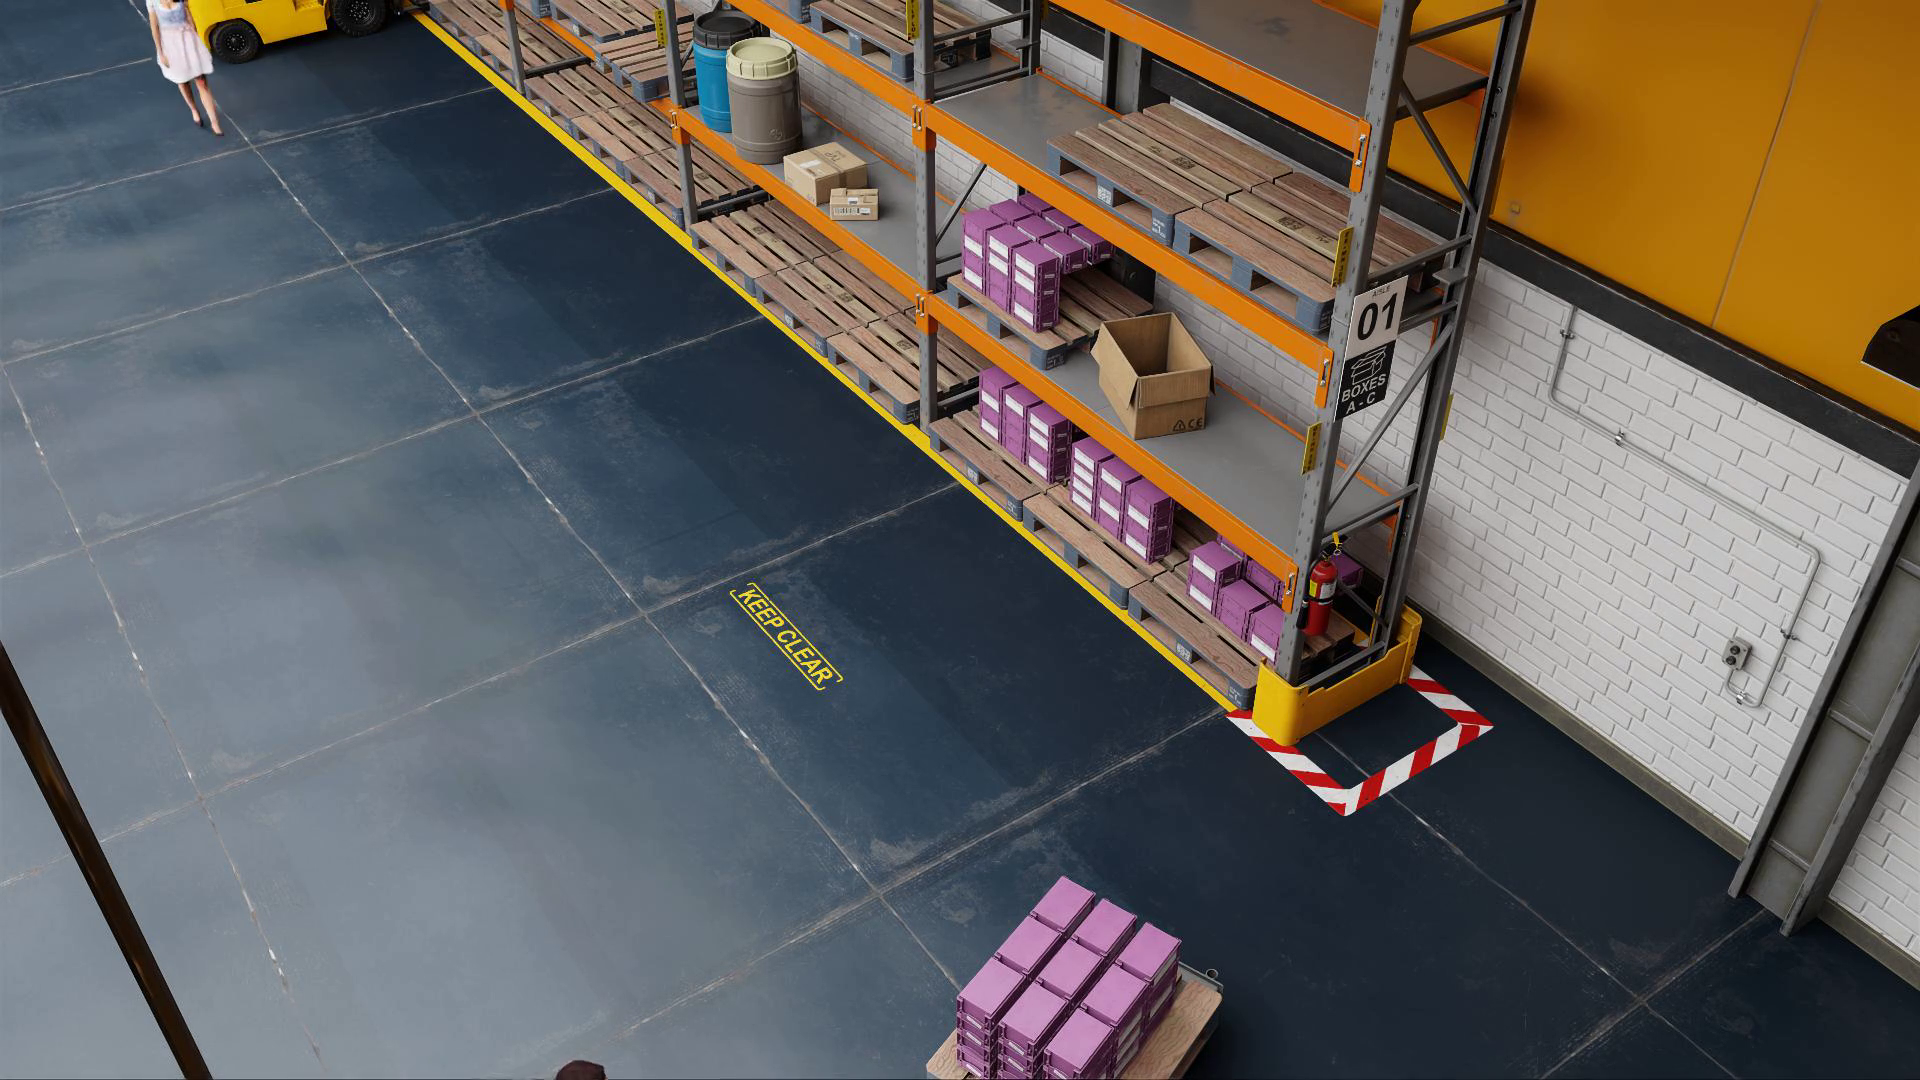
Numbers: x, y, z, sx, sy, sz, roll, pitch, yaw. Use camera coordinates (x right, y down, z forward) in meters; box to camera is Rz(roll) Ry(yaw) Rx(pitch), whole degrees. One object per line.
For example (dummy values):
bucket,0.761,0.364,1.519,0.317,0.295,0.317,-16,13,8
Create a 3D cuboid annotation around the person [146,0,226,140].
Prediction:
person,-8.022,-5.045,17.070,0.658,1.773,1.105,-23,44,-26
